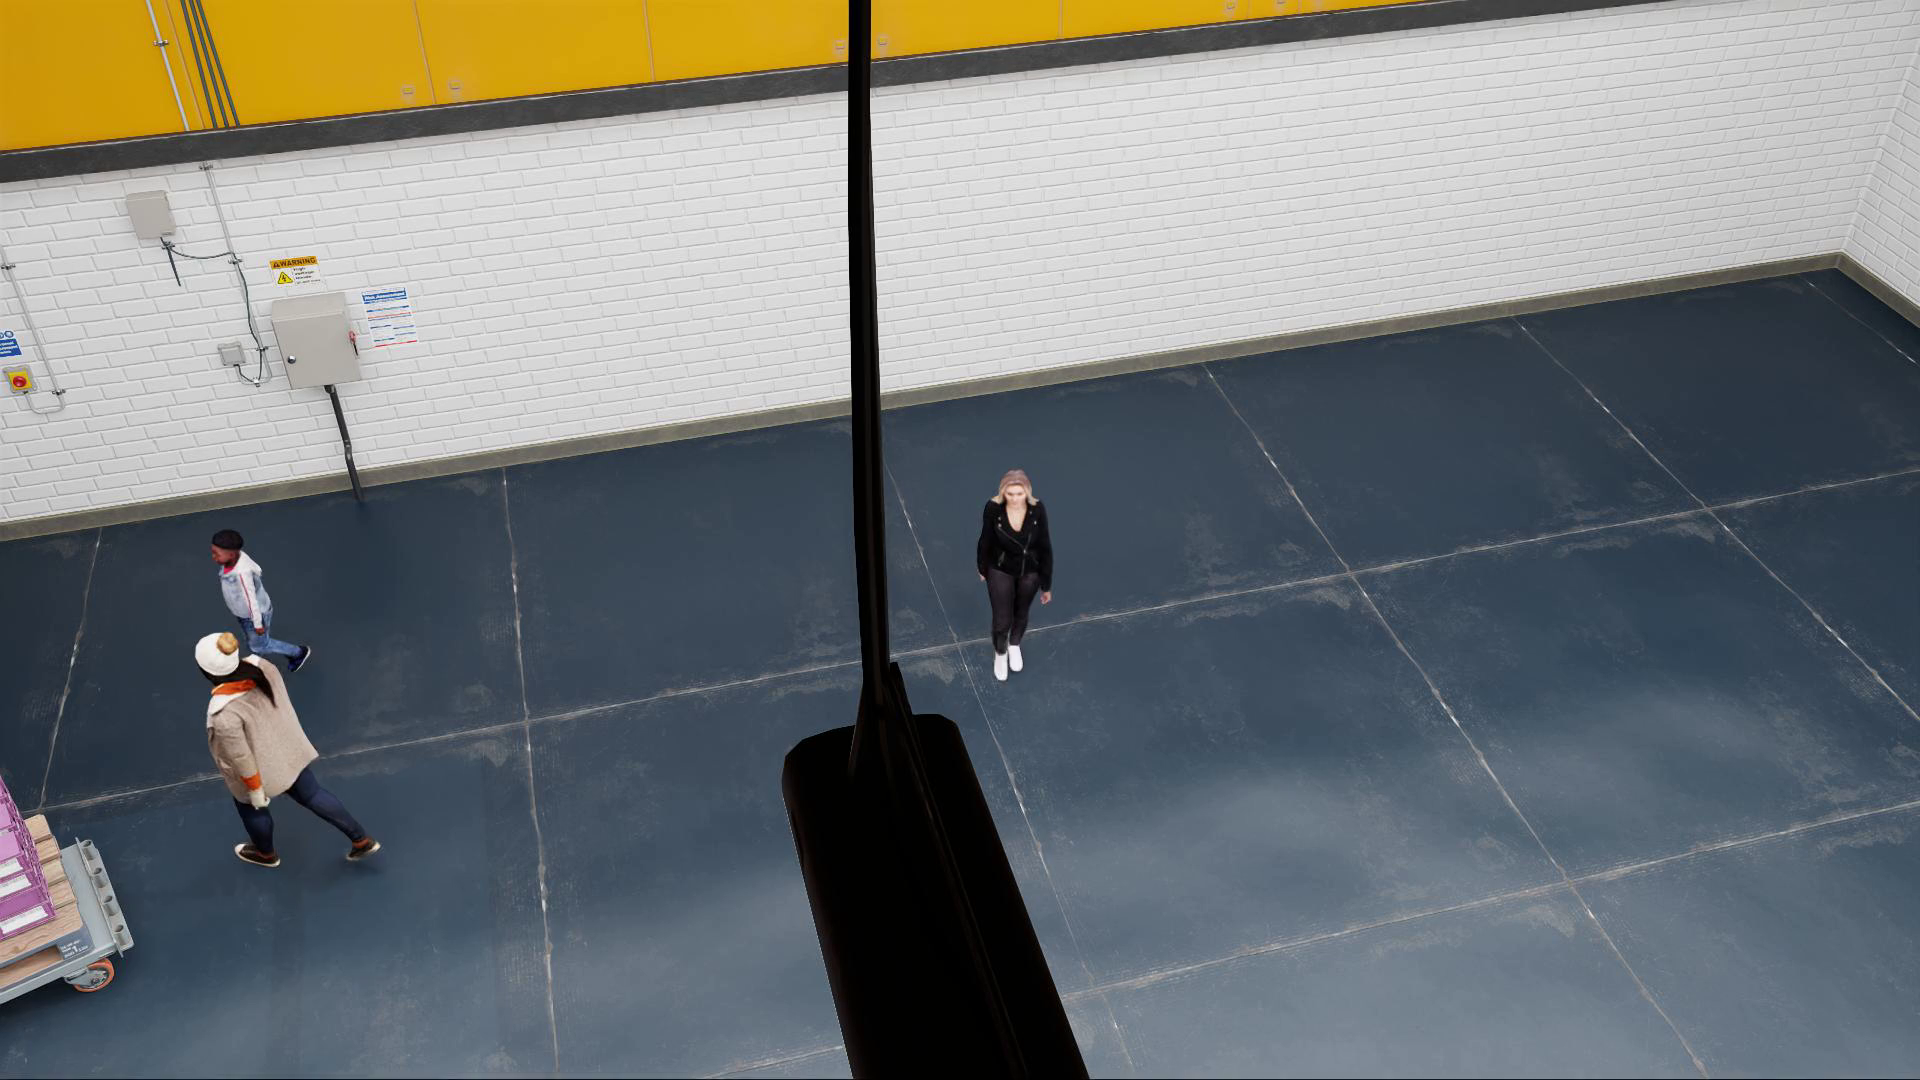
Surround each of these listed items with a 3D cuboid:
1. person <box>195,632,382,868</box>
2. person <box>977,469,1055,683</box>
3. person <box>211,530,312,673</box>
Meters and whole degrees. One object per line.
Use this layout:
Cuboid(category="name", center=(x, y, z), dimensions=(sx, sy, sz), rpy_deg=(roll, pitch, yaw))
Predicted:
Cuboid(category="person", center=(-3.879, 1.241, 9.494), dimensions=(1.134, 1.860, 1.207), rpy_deg=(10, 40, 13))
Cuboid(category="person", center=(0.350, 0.155, 11.005), dimensions=(0.672, 1.671, 0.691), rpy_deg=(-5, 39, -7))
Cuboid(category="person", center=(-4.640, 0.426, 11.000), dimensions=(0.658, 1.253, 0.703), rpy_deg=(-20, 43, -23))
